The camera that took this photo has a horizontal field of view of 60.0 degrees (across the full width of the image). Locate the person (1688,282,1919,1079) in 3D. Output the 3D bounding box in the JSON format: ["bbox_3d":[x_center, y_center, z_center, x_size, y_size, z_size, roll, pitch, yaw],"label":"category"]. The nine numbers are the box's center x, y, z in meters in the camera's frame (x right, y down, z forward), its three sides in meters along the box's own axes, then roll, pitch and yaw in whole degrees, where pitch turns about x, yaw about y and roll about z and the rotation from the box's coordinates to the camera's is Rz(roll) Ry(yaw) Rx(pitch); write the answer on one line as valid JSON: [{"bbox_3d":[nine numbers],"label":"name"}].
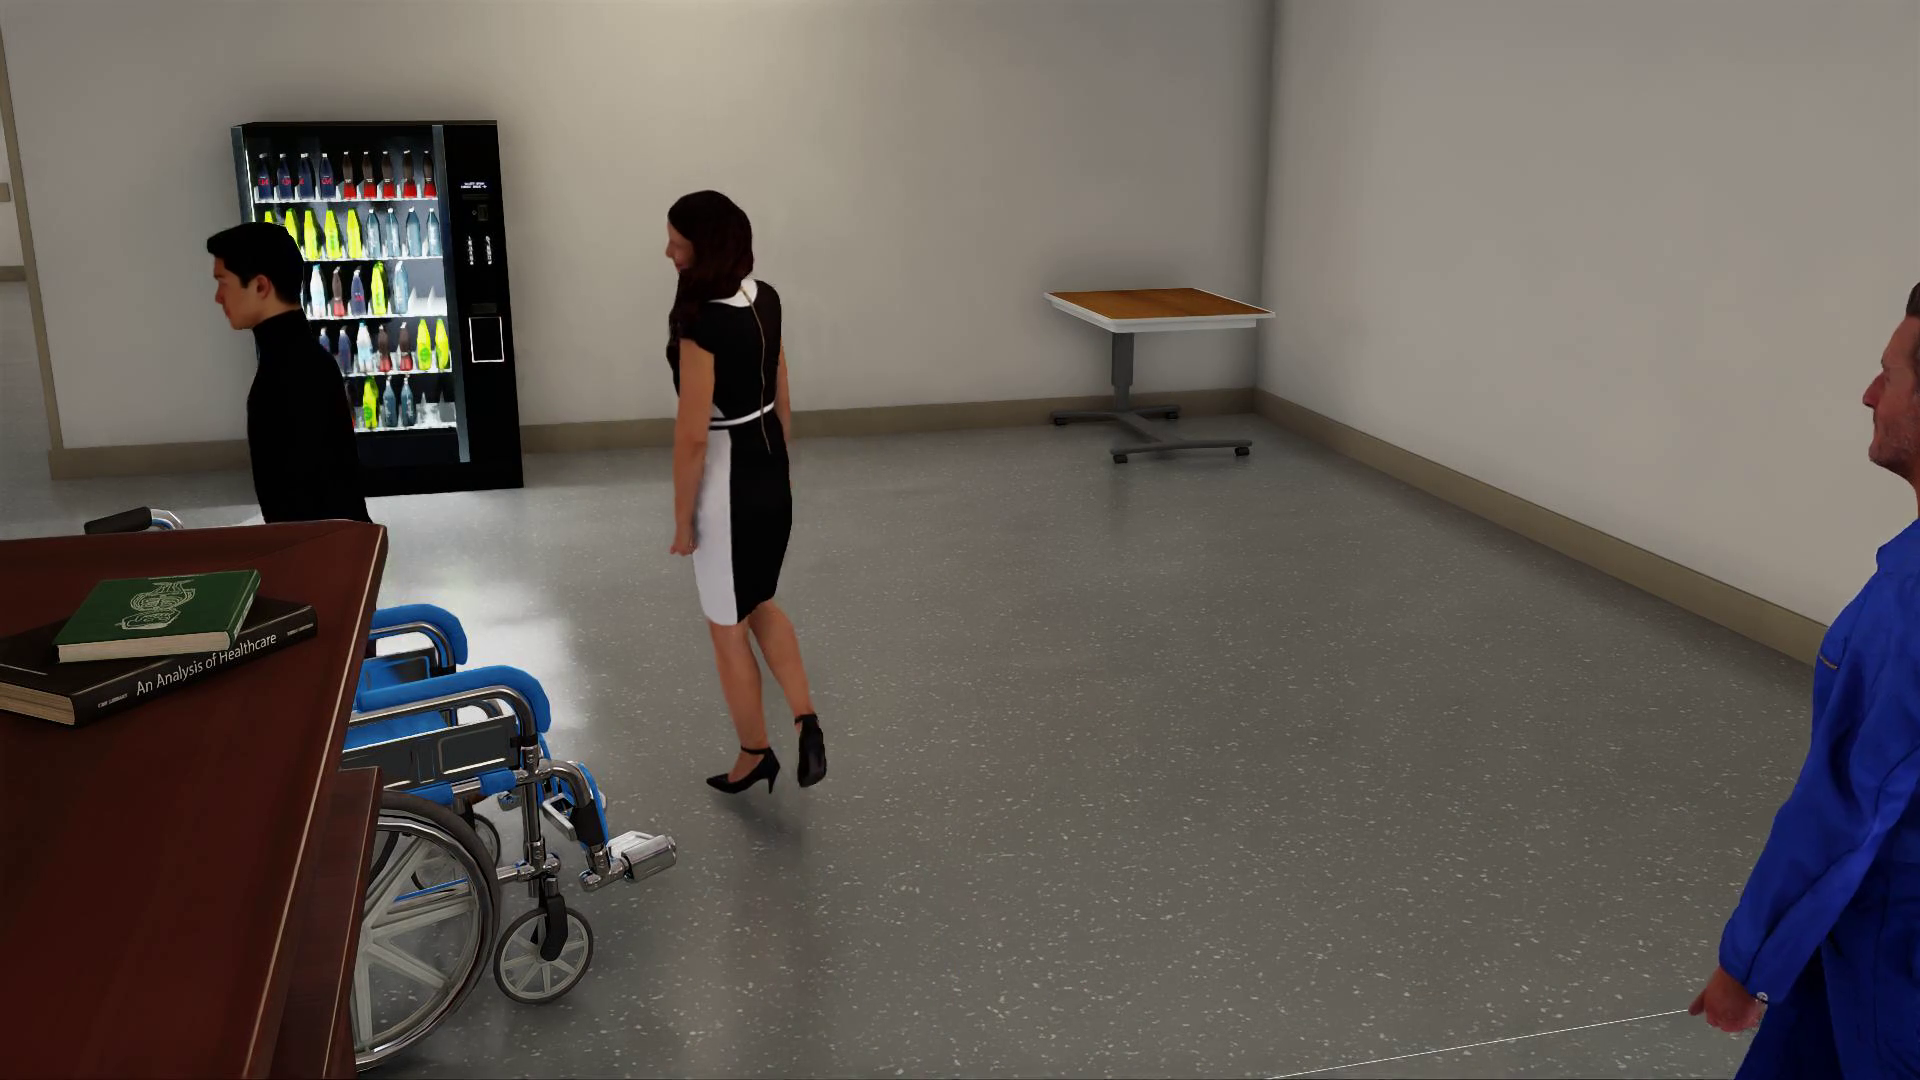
[{"bbox_3d":[1.412,0.585,2.277,1.150,1.798,1.135,-15,22,-42],"label":"person"}]

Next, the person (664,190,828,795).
[{"bbox_3d":[-0.587,-0.060,4.613,0.911,1.772,0.851,12,20,37],"label":"person"}]

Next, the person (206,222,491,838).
[{"bbox_3d":[-1.628,0.020,4.438,1.032,1.711,0.781,-7,17,-23],"label":"person"}]
